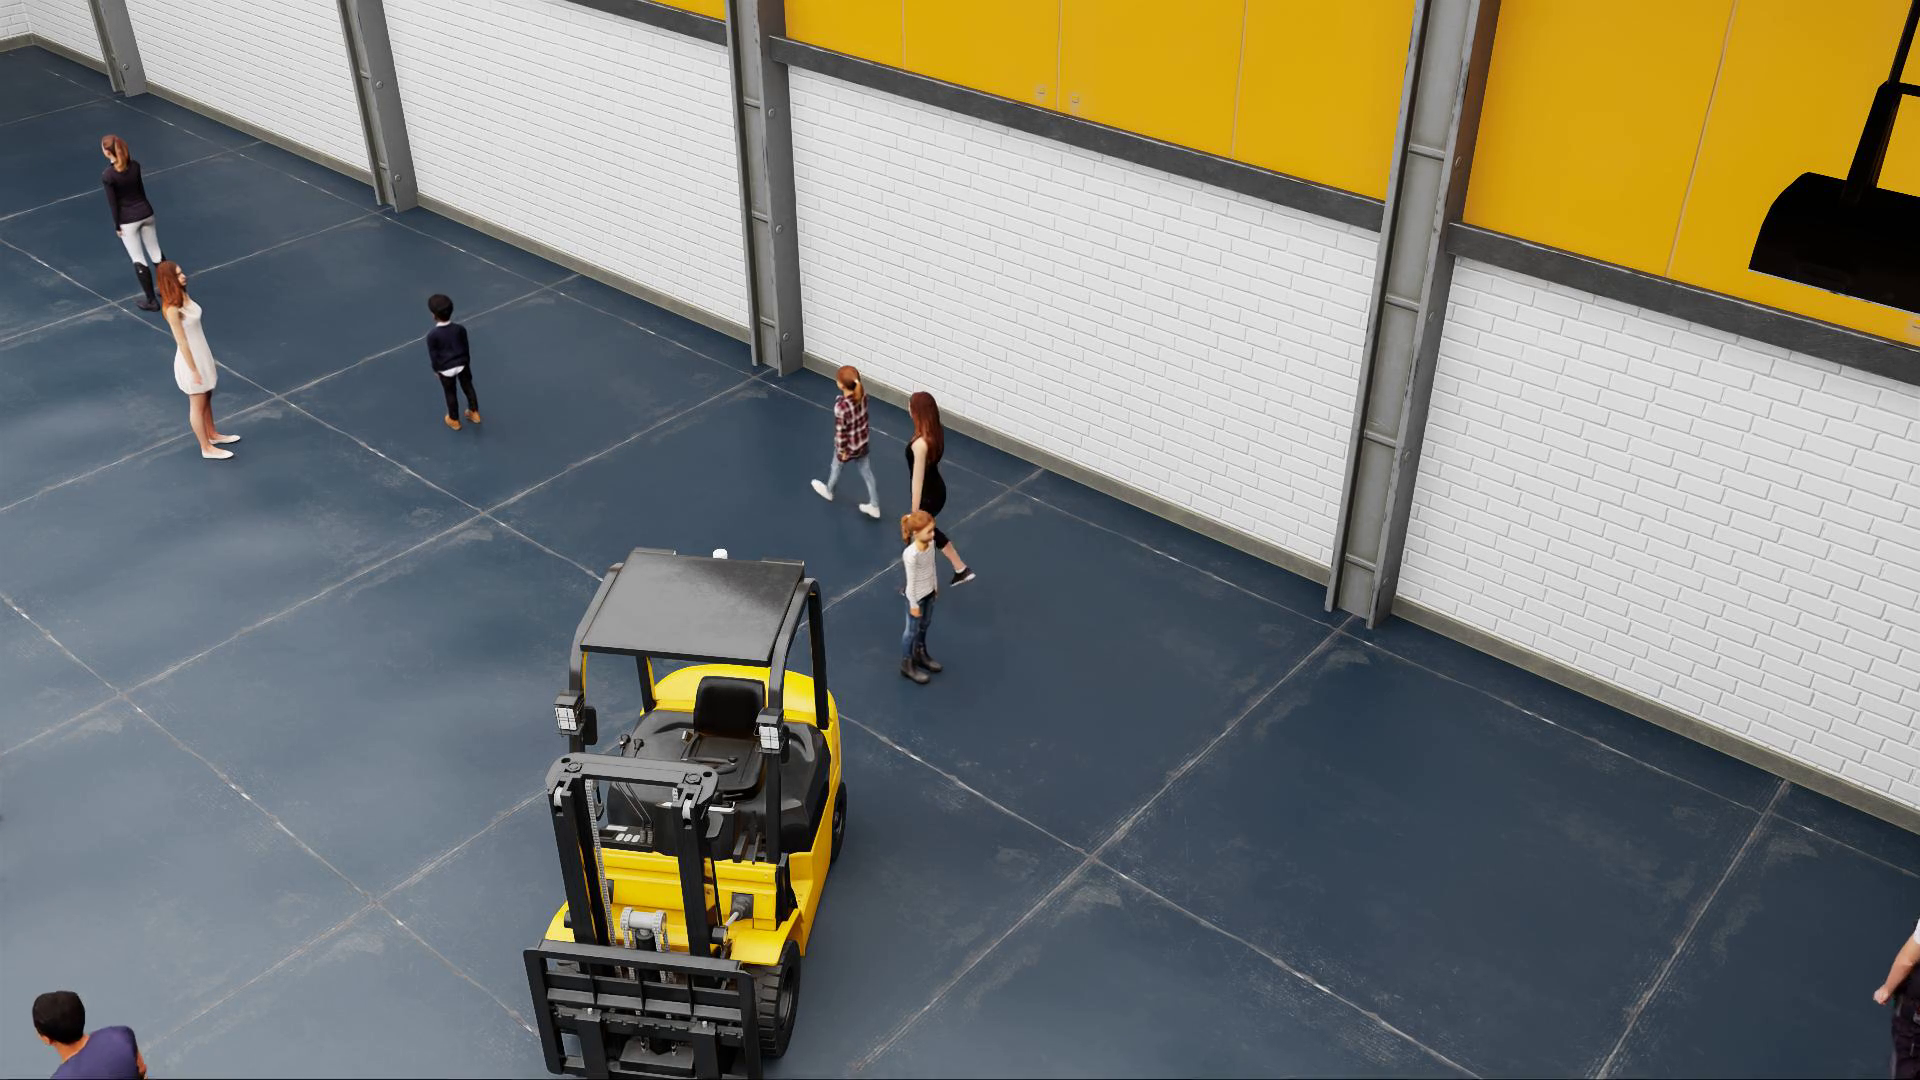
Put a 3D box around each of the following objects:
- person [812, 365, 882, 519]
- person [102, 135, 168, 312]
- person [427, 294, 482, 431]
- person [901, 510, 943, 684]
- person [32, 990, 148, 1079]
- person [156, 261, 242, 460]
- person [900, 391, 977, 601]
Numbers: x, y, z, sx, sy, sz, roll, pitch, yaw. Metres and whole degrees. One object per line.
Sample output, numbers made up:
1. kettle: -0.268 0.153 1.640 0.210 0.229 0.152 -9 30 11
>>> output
1. person: -0.783 -0.739 12.911 0.894 1.270 0.568 28 43 36
2. person: -7.918 -3.055 15.982 0.592 1.728 0.594 17 37 23
3. person: -4.312 -1.515 14.124 0.543 1.221 0.544 -22 39 -29
4. person: -0.280 0.363 11.215 0.513 1.312 0.495 19 38 26
5. person: -3.640 2.673 7.335 1.051 1.761 0.831 14 36 19
6. person: -6.293 -1.487 13.638 0.706 1.712 0.642 -4 34 -6
7. person: -0.147 -0.267 11.802 0.874 1.713 0.743 10 35 15
